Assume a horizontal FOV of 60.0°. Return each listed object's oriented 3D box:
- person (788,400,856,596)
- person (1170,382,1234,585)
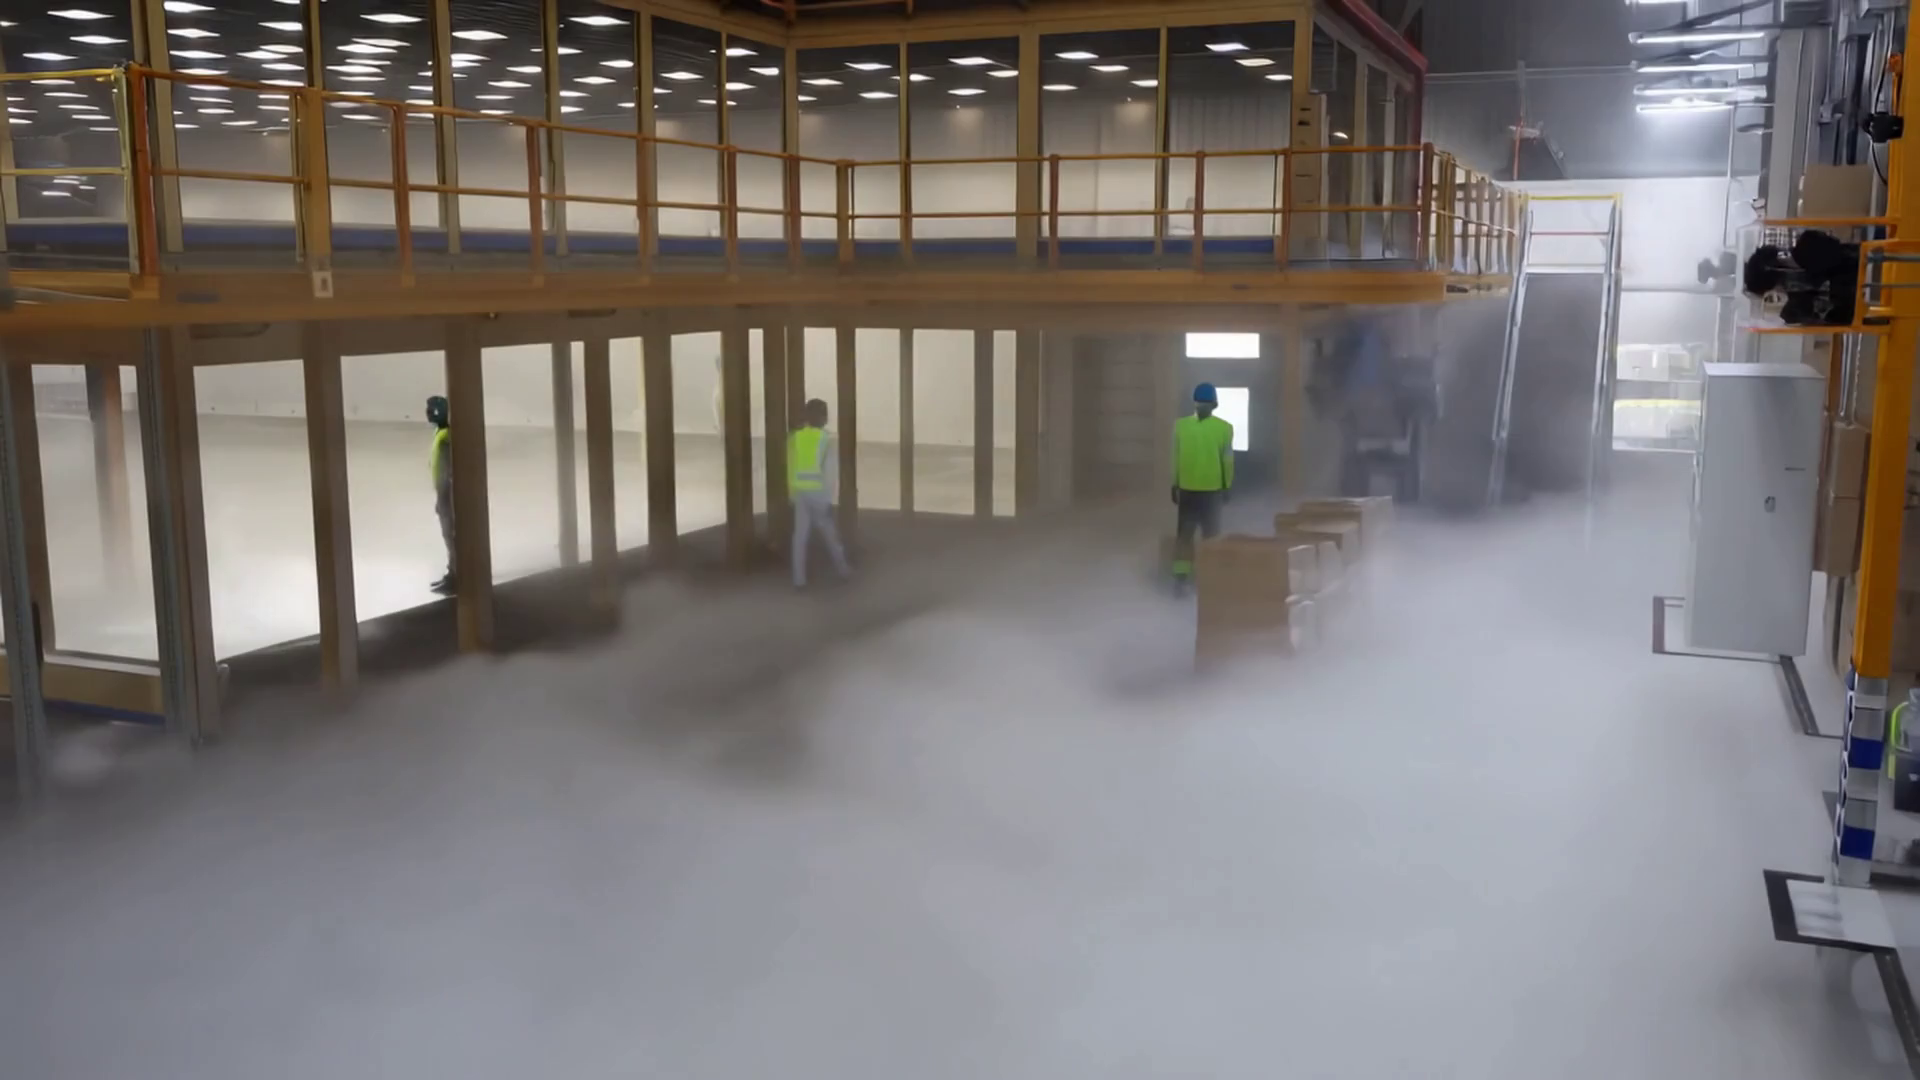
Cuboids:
[{"bbox_3d":[-1.358,-0.417,15.884,0.604,1.821,1.056,4,10,22],"label":"person"},{"bbox_3d":[2.351,-0.544,16.189,0.612,1.986,0.406,1,9,7],"label":"person"}]
